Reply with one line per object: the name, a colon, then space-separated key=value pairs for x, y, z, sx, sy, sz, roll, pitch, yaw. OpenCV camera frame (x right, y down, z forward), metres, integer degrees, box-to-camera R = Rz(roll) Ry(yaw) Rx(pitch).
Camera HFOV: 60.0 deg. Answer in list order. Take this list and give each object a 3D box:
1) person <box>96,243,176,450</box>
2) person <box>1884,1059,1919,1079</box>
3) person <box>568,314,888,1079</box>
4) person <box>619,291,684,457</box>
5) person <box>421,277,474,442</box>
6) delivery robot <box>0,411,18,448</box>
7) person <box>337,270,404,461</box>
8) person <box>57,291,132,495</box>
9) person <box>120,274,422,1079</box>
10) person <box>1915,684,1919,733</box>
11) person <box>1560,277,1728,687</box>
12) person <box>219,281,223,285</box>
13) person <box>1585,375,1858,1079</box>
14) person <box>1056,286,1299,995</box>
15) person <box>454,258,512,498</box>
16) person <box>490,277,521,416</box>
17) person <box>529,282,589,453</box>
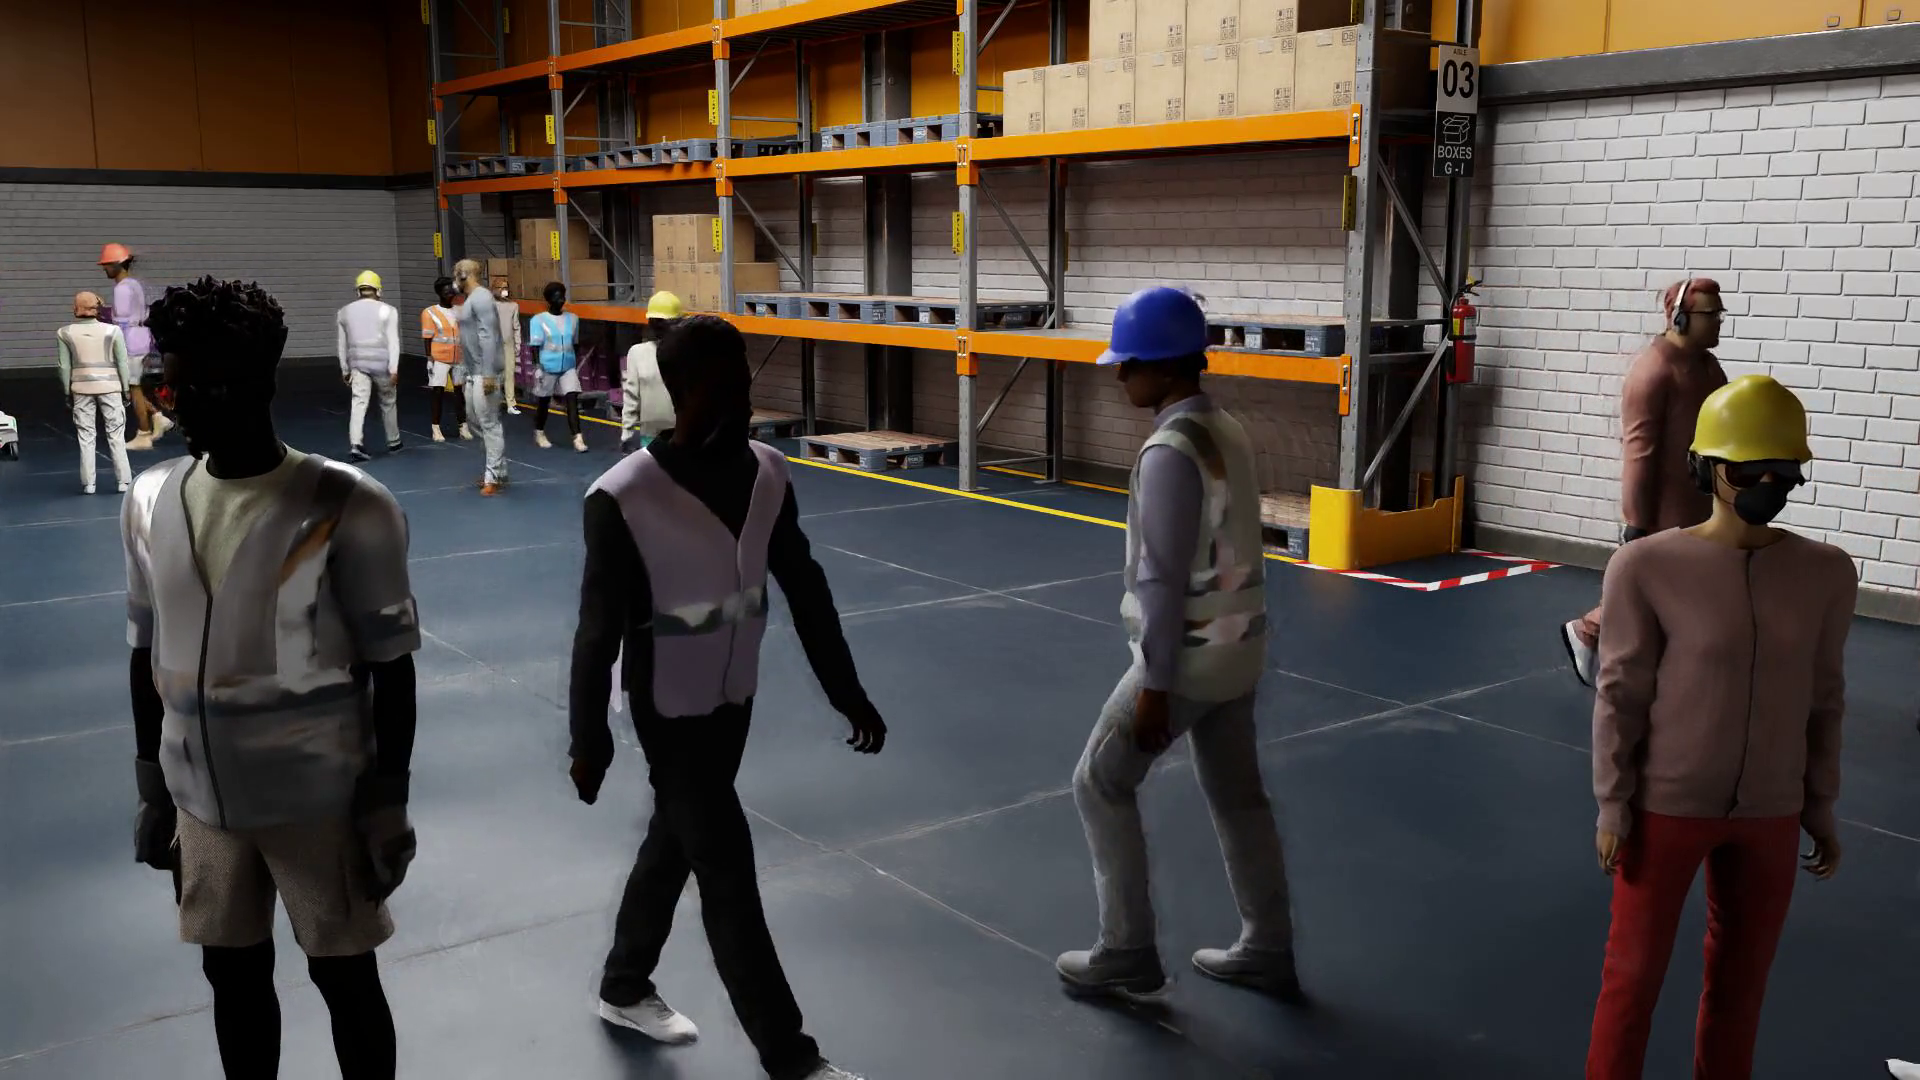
person: x=-8.099 y=-1.870 z=16.231 sx=0.484 sy=2.021 sz=0.605 roll=-3 pitch=11 yaw=-19
person: x=2.605 y=0.494 z=3.465 sx=1.039 sy=1.847 sz=0.667 roll=6 pitch=12 yaw=30
person: x=-0.573 y=0.407 z=3.929 sx=1.030 sy=1.859 sz=0.602 roll=6 pitch=12 yaw=31
person: x=-1.764 y=-0.664 z=10.232 sx=0.517 sy=1.741 sz=0.746 roll=3 pitch=11 yaw=19
person: x=-5.233 y=-1.840 z=16.998 sx=0.533 sy=1.687 sz=0.320 roll=-9 pitch=14 yaw=-42
delivery robot: x=-9.125 y=-1.073 z=15.598 sx=0.477 sy=0.478 sz=0.707 roll=-10 pitch=14 yaw=-44
person: x=-5.569 y=-1.641 z=15.652 sx=0.607 sy=1.777 sz=0.984 roll=0 pitch=10 yaw=-1
person: x=-6.955 y=-1.176 z=13.402 sx=0.512 sy=1.639 sz=0.312 roll=-3 pitch=11 yaw=-18
person: x=-1.348 y=0.474 z=3.243 sx=0.614 sy=1.963 sz=0.362 roll=2 pitch=10 yaw=13
person: x=2.920 y=0.417 z=4.598 sx=0.533 sy=1.595 sz=0.818 roll=0 pitch=10 yaw=2
person: x=2.976 y=-0.175 z=7.100 sx=0.764 sy=1.887 sz=0.644 roll=10 pitch=14 yaw=43
person: x=-3.625 y=-0.363 z=8.282 sx=0.610 sy=1.843 sz=0.595 roll=-8 pitch=13 yaw=-37
person: x=1.544 y=0.548 z=3.392 sx=0.522 sy=1.768 sz=0.311 roll=-1 pitch=10 yaw=-3
person: x=0.554 y=0.302 z=4.370 sx=0.749 sy=1.906 sz=0.661 roll=5 pitch=11 yaw=25
person: x=-3.843 y=-1.302 z=13.408 sx=0.371 sy=1.900 sz=0.705 roll=-5 pitch=11 yaw=-27
person: x=-5.405 y=-2.280 z=19.626 sx=0.497 sy=1.629 sz=0.277 roll=-9 pitch=14 yaw=-43
person: x=-3.936 y=-1.680 z=16.184 sx=0.544 sy=1.652 sz=0.864 roll=-8 pitch=13 yaw=-37
